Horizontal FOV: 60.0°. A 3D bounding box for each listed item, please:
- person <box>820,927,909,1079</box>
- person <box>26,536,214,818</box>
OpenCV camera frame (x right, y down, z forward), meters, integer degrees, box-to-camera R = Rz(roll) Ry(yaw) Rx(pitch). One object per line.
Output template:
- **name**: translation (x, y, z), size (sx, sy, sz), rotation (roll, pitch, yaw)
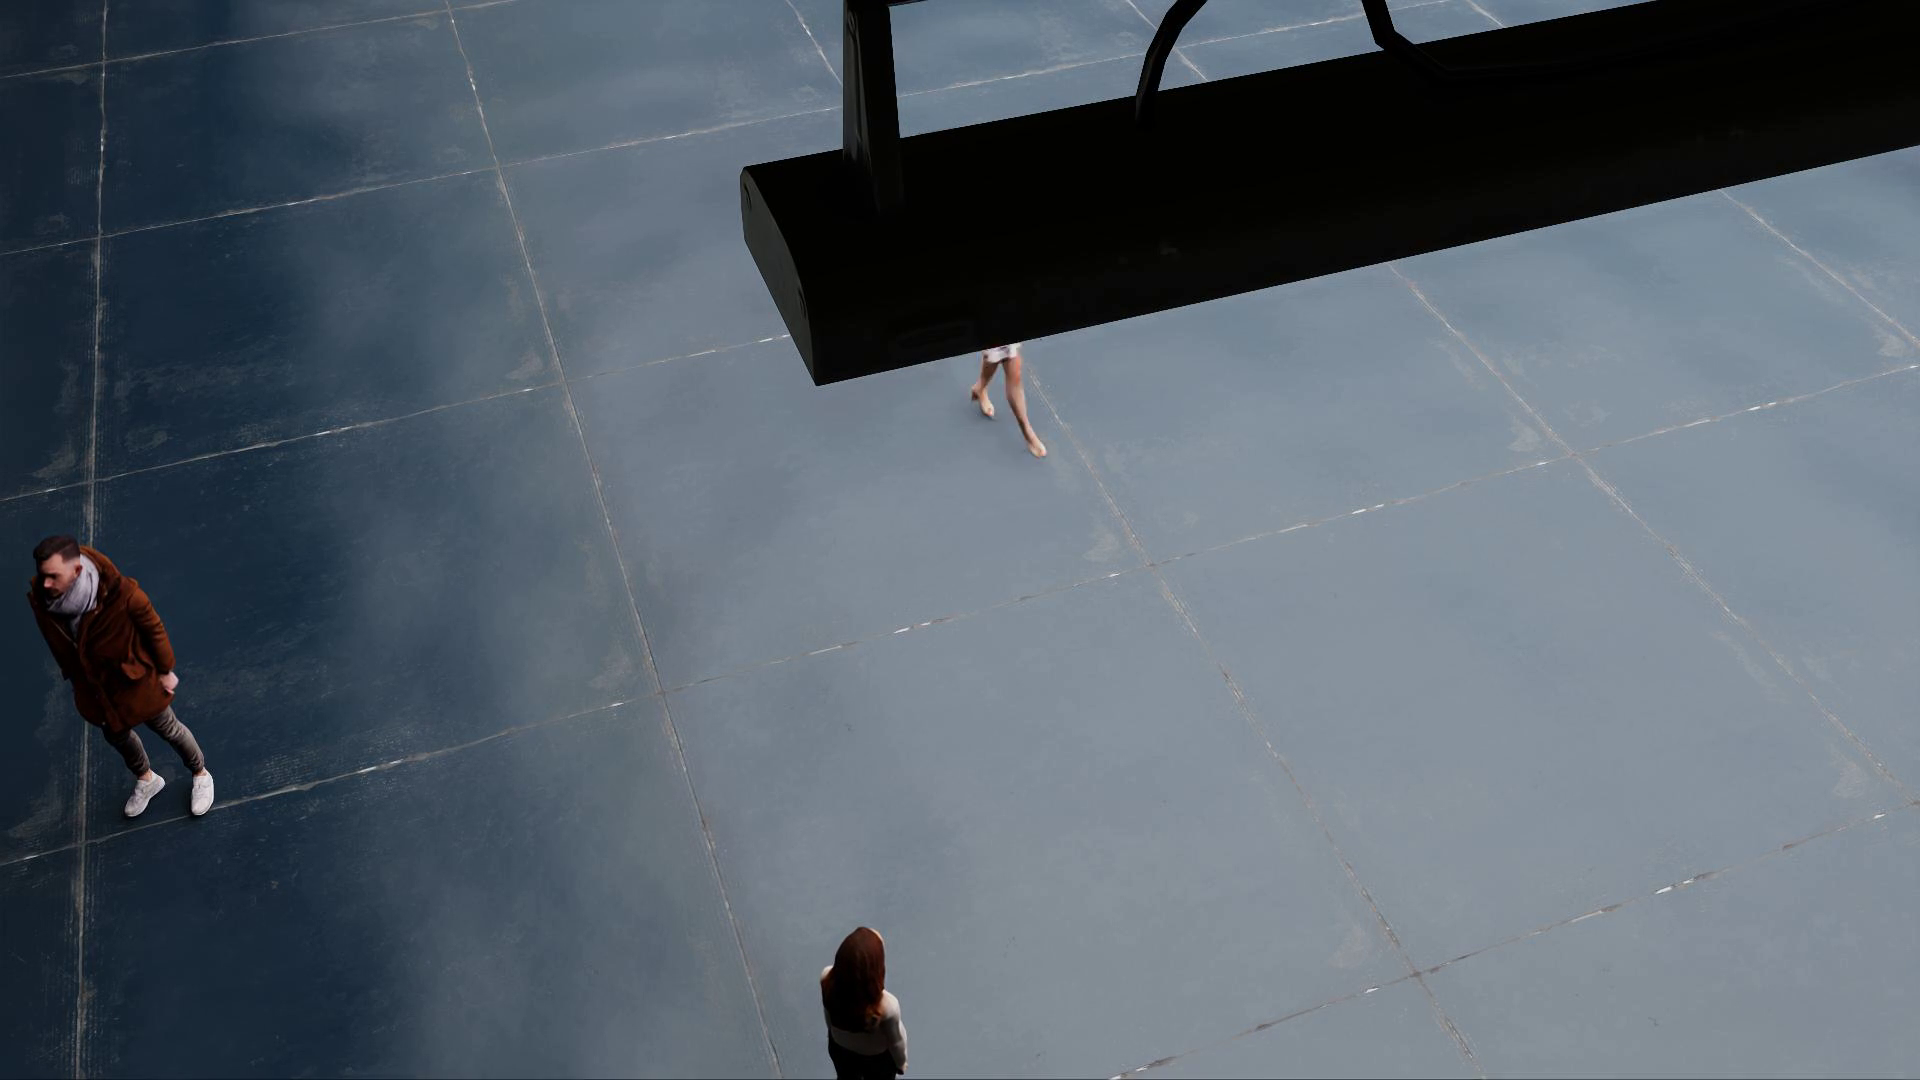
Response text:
- **person**: translation (-0.408, 2.086, 6.831), size (0.593, 1.483, 0.657), rotation (18, 46, 19)
- **person**: translation (-4.089, 0.667, 8.091), size (0.799, 1.837, 0.804), rotation (-1, 43, -1)
